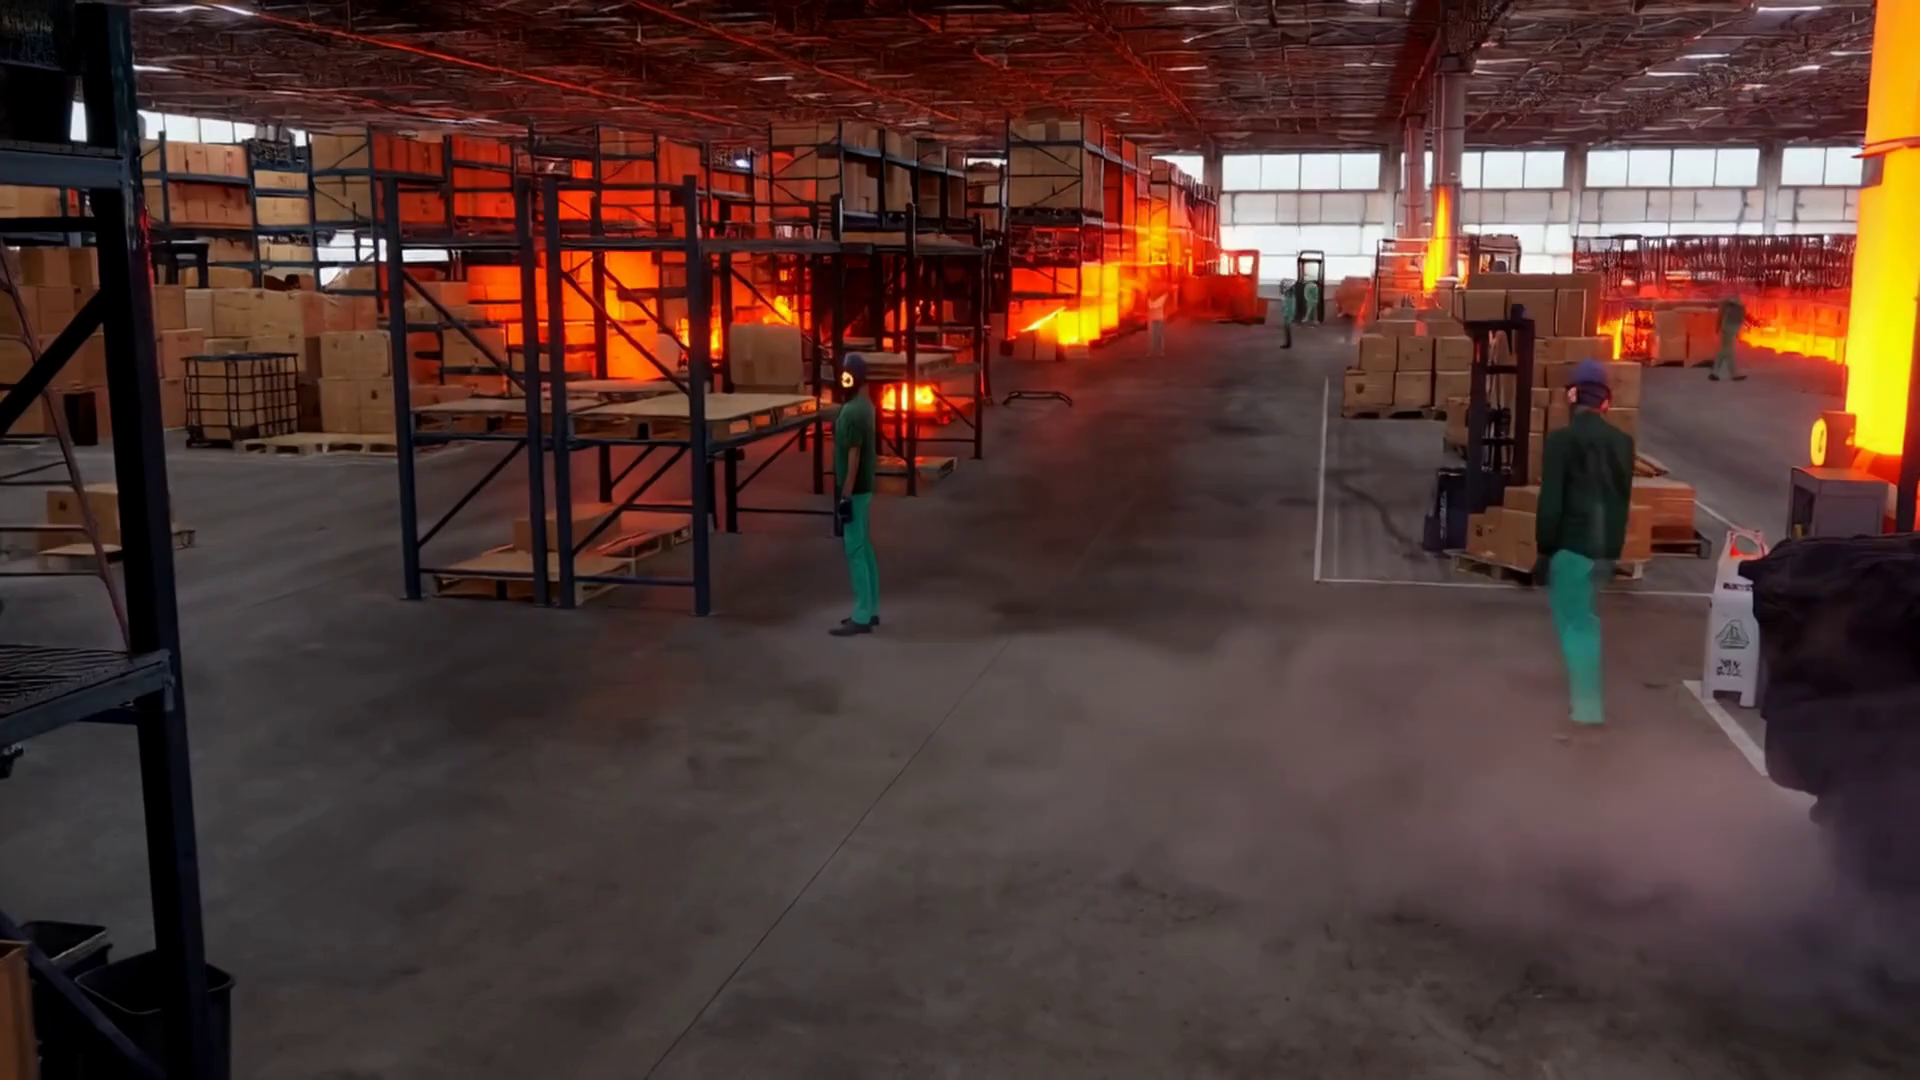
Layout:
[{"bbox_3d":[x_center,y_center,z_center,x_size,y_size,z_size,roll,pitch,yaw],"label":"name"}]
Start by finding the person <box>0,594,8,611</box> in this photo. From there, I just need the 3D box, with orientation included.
[{"bbox_3d":[-6.649,-0.242,10.771,0.697,1.825,0.521,-4,10,-23],"label":"person"}]

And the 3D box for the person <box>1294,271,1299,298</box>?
[{"bbox_3d":[17.804,-13.180,87.221,0.667,1.878,0.435,-8,13,-40],"label":"person"}]

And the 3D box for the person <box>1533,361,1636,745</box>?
[{"bbox_3d":[3.264,0.062,8.633,0.686,1.949,0.584,-6,11,-30],"label":"person"}]

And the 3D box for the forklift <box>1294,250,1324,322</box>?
[{"bbox_3d":[13.778,-10.002,65.433,1.129,2.768,1.873,2,10,12],"label":"forklift"}]

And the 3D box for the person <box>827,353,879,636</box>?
[{"bbox_3d":[-0.706,-0.293,10.942,0.312,1.865,0.537,2,10,12],"label":"person"}]

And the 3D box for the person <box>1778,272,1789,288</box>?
[{"bbox_3d":[35.874,-10.712,72.515,0.406,1.906,0.654,2,10,12],"label":"person"}]

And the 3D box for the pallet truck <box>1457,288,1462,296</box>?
[{"bbox_3d":[20.506,-9.785,68.819,0.653,1.274,1.630,2,10,12],"label":"pallet truck"}]

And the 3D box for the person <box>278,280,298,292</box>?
[{"bbox_3d":[-20.066,-6.835,49.716,0.656,1.859,0.991,-3,10,-15],"label":"person"}]

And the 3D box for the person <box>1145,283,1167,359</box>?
[{"bbox_3d":[4.893,-5.474,41.540,0.591,1.893,0.866,4,10,23],"label":"person"}]

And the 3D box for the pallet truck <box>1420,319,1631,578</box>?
[{"bbox_3d":[4.543,-0.757,13.299,0.823,1.965,1.885,-4,10,-22],"label":"pallet truck"}]

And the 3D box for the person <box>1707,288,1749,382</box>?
[{"bbox_3d":[15.619,-4.143,33.678,0.655,1.883,0.944,-6,11,-32],"label":"person"}]

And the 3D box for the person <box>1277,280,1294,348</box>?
[{"bbox_3d":[9.097,-6.290,46.338,0.606,1.897,0.633,-1,10,-7],"label":"person"}]

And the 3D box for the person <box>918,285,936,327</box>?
[{"bbox_3d":[-0.620,-4.589,36.201,0.805,1.938,0.610,7,12,37],"label":"person"}]

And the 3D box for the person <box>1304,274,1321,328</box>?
[{"bbox_3d":[12.704,-8.595,59.884,0.640,1.936,0.439,9,13,44],"label":"person"}]

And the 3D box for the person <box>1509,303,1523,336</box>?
[{"bbox_3d":[10.203,-3.458,30.215,0.471,1.687,0.538,3,10,16],"label":"person"}]

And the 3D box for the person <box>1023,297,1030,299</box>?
[{"bbox_3d":[2.310,-7.978,57.069,0.539,1.664,0.633,9,13,43],"label":"person"}]

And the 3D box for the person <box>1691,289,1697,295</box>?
[{"bbox_3d":[35.612,-12.035,80.706,0.776,1.802,0.587,-1,10,-5],"label":"person"}]

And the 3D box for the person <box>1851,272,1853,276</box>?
[{"bbox_3d":[47.310,-13.327,88.347,0.911,1.786,0.618,0,10,-2],"label":"person"}]

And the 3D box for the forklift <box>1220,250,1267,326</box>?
[{"bbox_3d":[10.621,-9.407,61.912,1.129,2.768,1.873,6,12,34],"label":"forklift"}]

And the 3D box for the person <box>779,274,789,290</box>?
[{"bbox_3d":[-6.880,-9.614,66.130,0.782,1.877,0.645,2,10,12],"label":"person"}]

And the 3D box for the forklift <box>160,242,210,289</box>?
[{"bbox_3d":[-16.063,-4.810,34.690,1.129,2.768,1.873,2,10,12],"label":"forklift"}]

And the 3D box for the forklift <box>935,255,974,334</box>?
[{"bbox_3d":[-0.214,-6.565,45.080,1.129,2.768,1.873,2,10,12],"label":"forklift"}]
